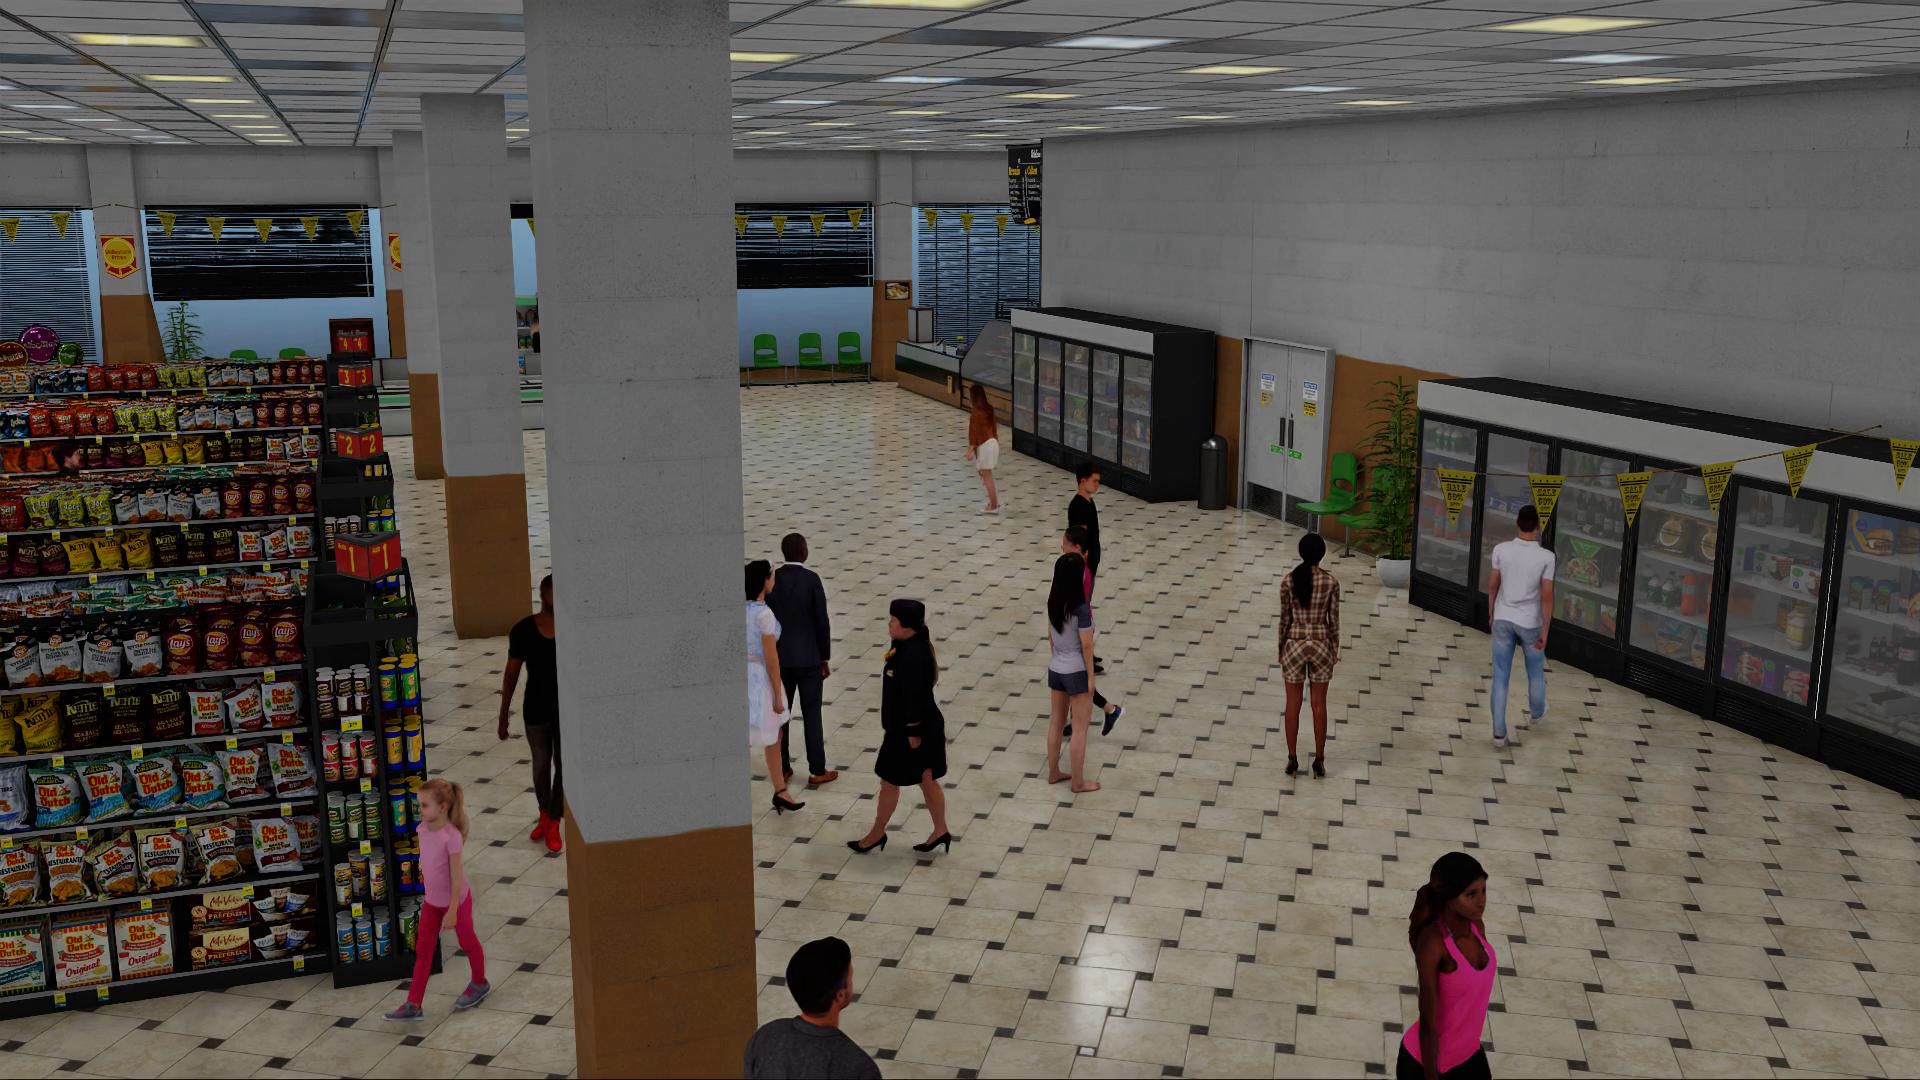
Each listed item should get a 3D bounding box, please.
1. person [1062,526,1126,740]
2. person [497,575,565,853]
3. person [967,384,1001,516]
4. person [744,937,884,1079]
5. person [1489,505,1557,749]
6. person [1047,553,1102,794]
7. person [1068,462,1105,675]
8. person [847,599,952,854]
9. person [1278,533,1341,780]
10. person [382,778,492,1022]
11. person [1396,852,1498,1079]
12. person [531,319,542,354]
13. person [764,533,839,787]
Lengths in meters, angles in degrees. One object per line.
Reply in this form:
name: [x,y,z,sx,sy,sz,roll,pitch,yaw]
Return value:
person: [0.975,0.736,12.612,0.897,1.687,0.766,1,12,6]
person: [-2.616,1.080,10.765,0.781,1.776,0.899,-1,12,-5]
person: [0.403,-1.165,21.626,0.835,1.694,0.770,7,14,32]
person: [-0.441,2.172,5.342,0.783,1.873,0.822,7,14,30]
person: [4.193,0.684,12.574,1.125,1.806,1.212,6,13,26]
person: [0.779,0.917,11.706,0.628,1.707,0.654,-9,15,-36]
person: [1.065,0.221,14.642,0.755,1.858,0.764,1,12,6]
person: [-0.213,1.207,10.481,1.020,1.644,0.902,1,12,3]
person: [2.486,0.831,11.907,0.643,1.793,0.738,3,12,12]
person: [-2.582,1.819,8.535,0.807,1.248,0.913,7,14,30]
person: [1.813,2.030,6.510,1.089,1.670,0.787,-8,14,-32]
person: [-8.307,-3.508,32.769,0.536,1.687,0.610,-5,13,-23]
person: [-1.161,0.841,11.782,0.774,1.824,0.853,4,13,19]
